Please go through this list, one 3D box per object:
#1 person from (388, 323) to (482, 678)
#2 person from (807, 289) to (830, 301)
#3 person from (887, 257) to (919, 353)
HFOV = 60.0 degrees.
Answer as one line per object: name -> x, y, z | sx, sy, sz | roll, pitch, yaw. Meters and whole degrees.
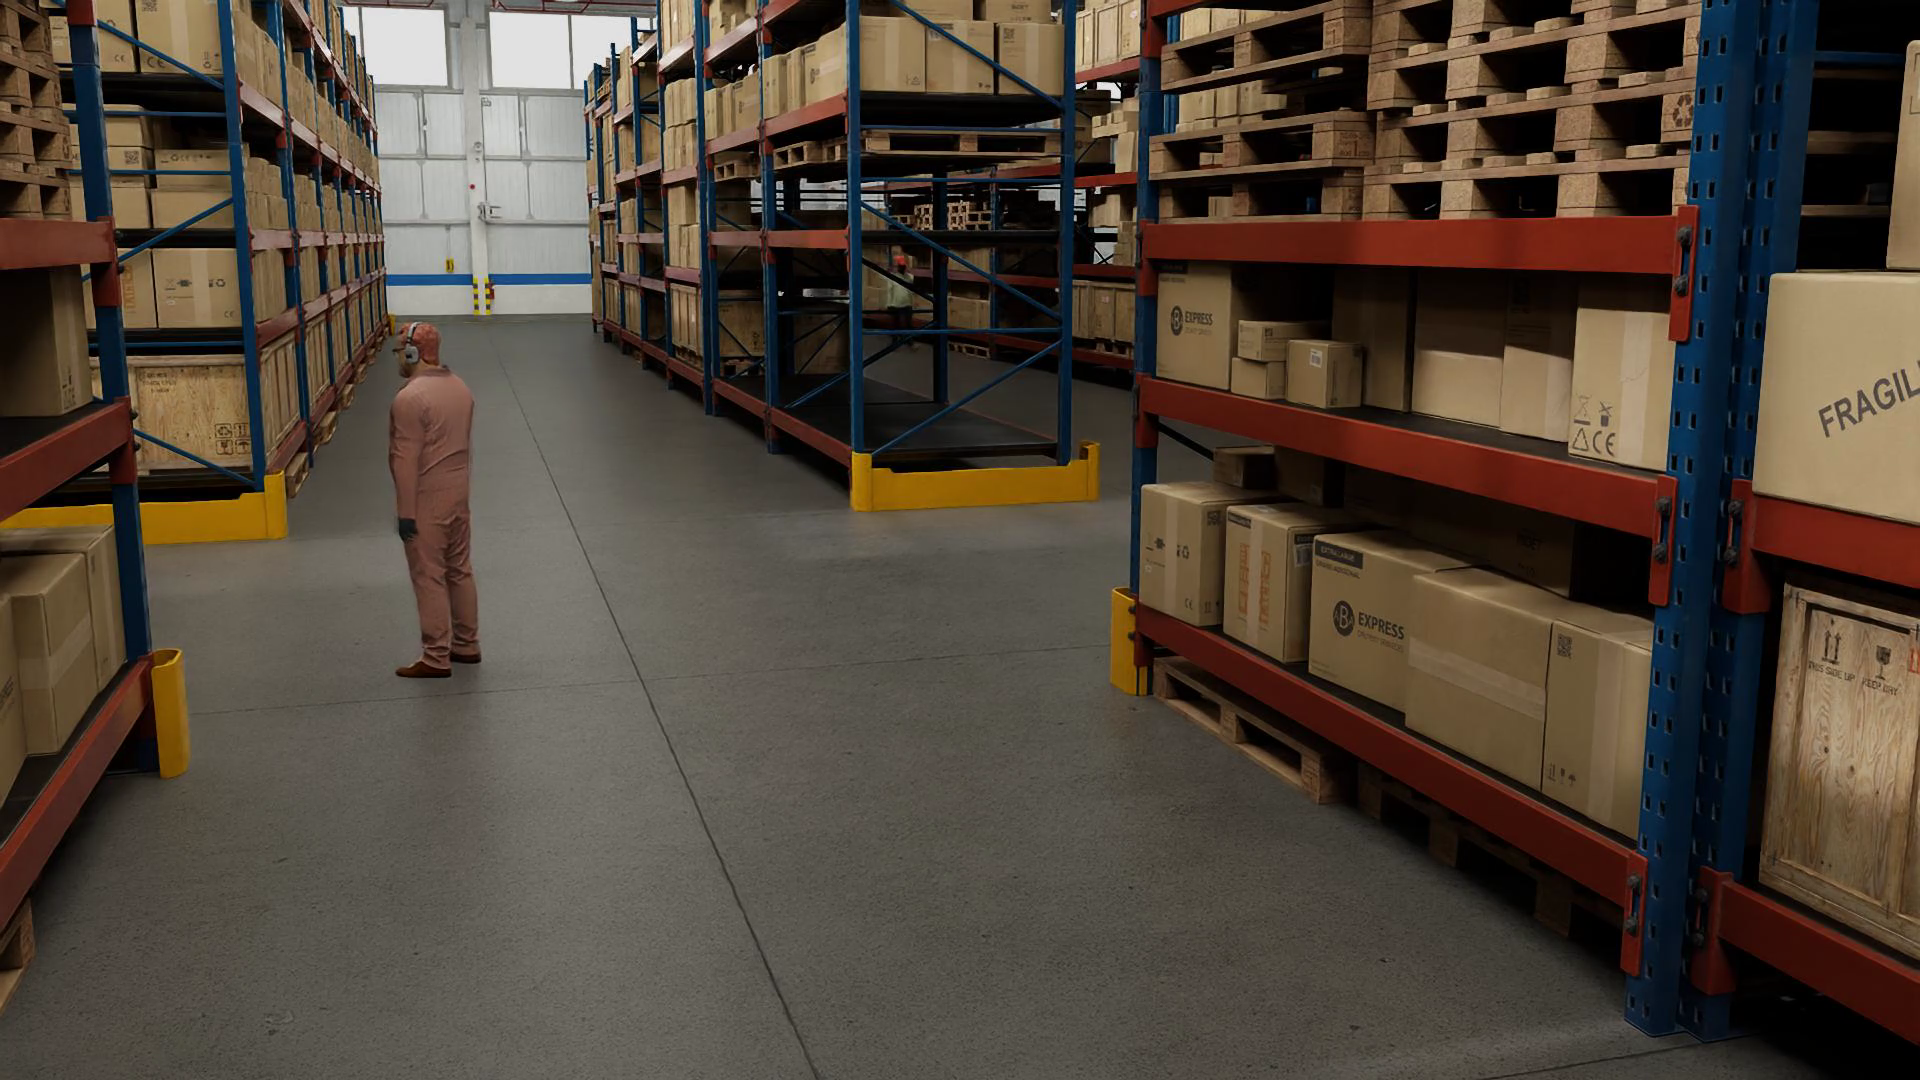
person -> -2.853, -0.212, 8.938 | 0.399, 1.899, 0.650 | 2, 11, 13
person -> -3.022, -5.042, 35.693 | 0.593, 1.804, 0.883 | -7, 12, -33
person -> -1.167, -4.747, 33.660 | 0.657, 1.936, 1.024 | -5, 11, -24
